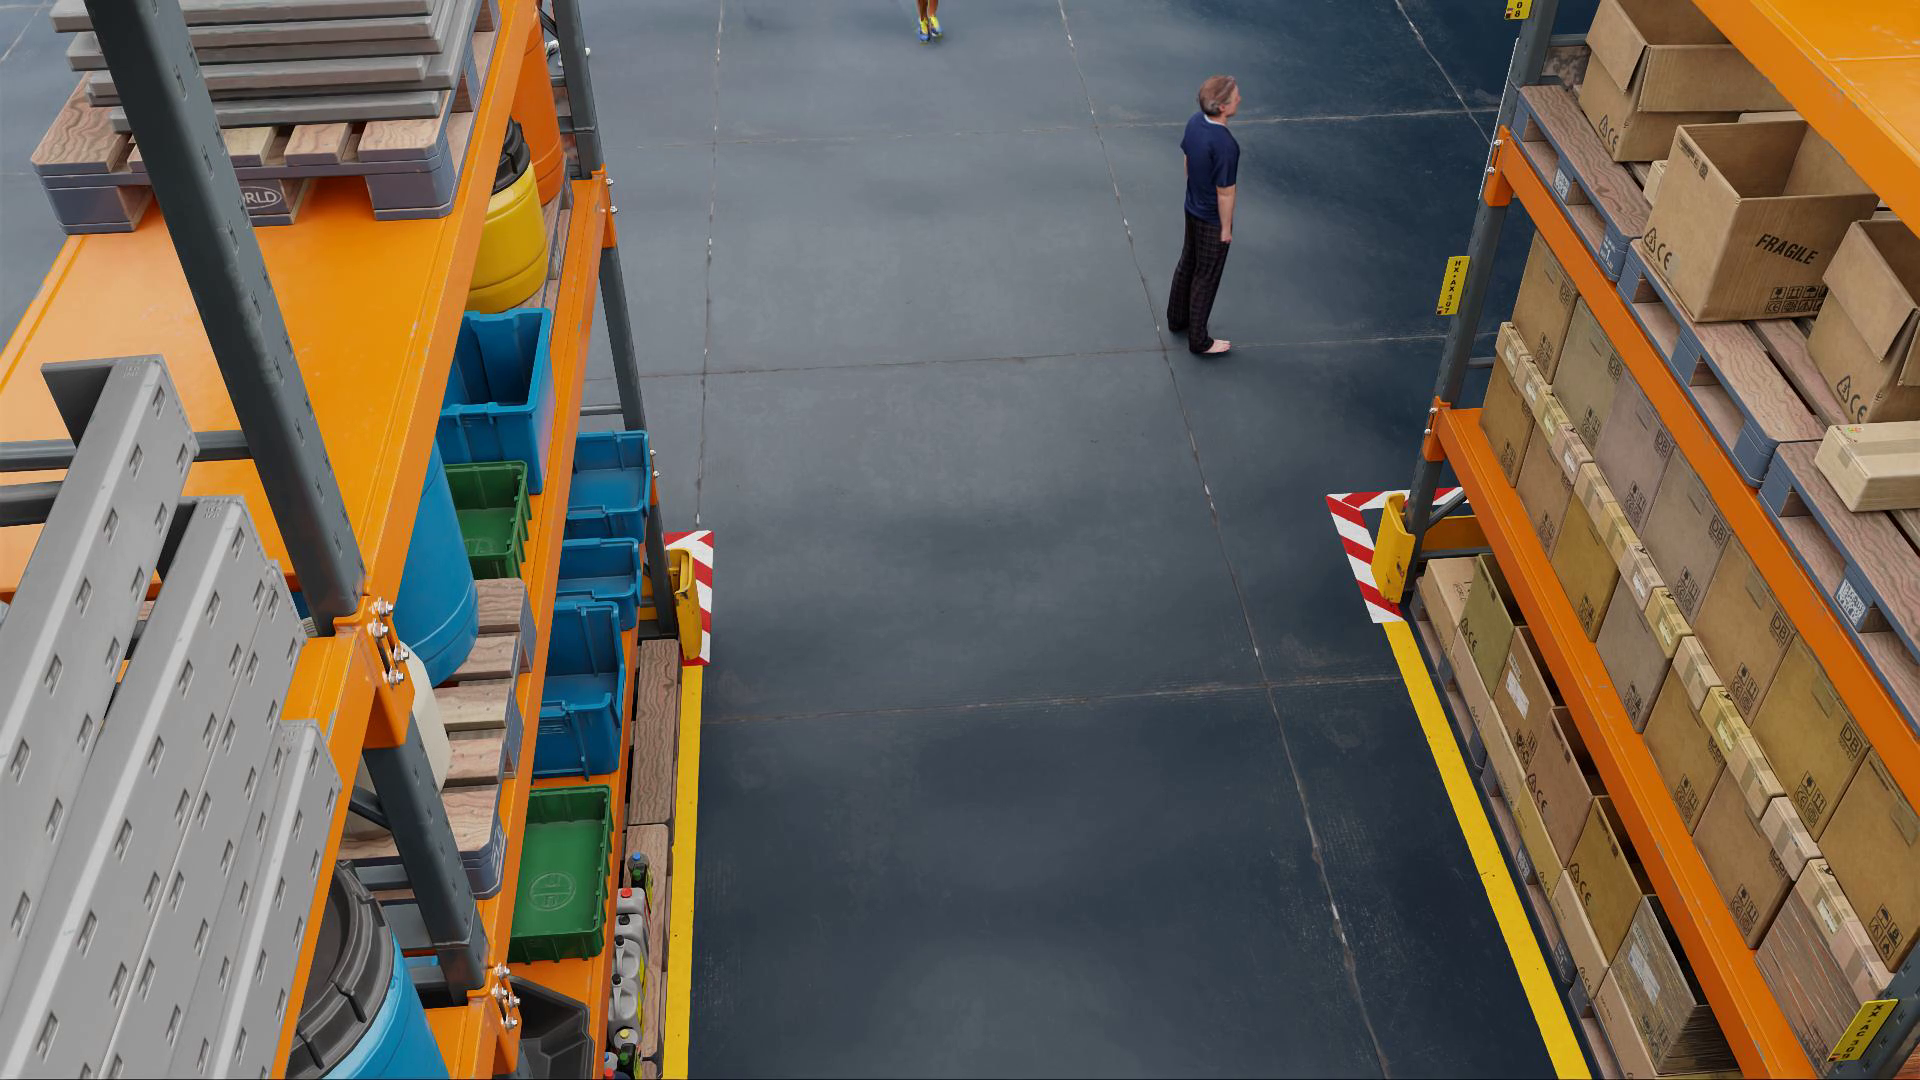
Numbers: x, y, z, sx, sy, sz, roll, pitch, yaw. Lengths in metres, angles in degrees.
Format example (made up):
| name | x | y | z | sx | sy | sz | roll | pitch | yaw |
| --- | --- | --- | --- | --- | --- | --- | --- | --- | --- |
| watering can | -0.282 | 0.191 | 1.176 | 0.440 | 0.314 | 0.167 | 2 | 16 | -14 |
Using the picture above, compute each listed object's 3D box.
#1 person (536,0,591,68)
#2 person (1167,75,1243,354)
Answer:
| name | x | y | z | sx | sy | sz | roll | pitch | yaw |
| --- | --- | --- | --- | --- | --- | --- | --- | --- | --- |
| person | -3.382 | -4.726 | 13.349 | 0.767 | 1.855 | 0.768 | 19 | 46 | 20 |
| person | 1.542 | -2.030 | 10.369 | 0.777 | 1.872 | 0.589 | -15 | 44 | -16 |
